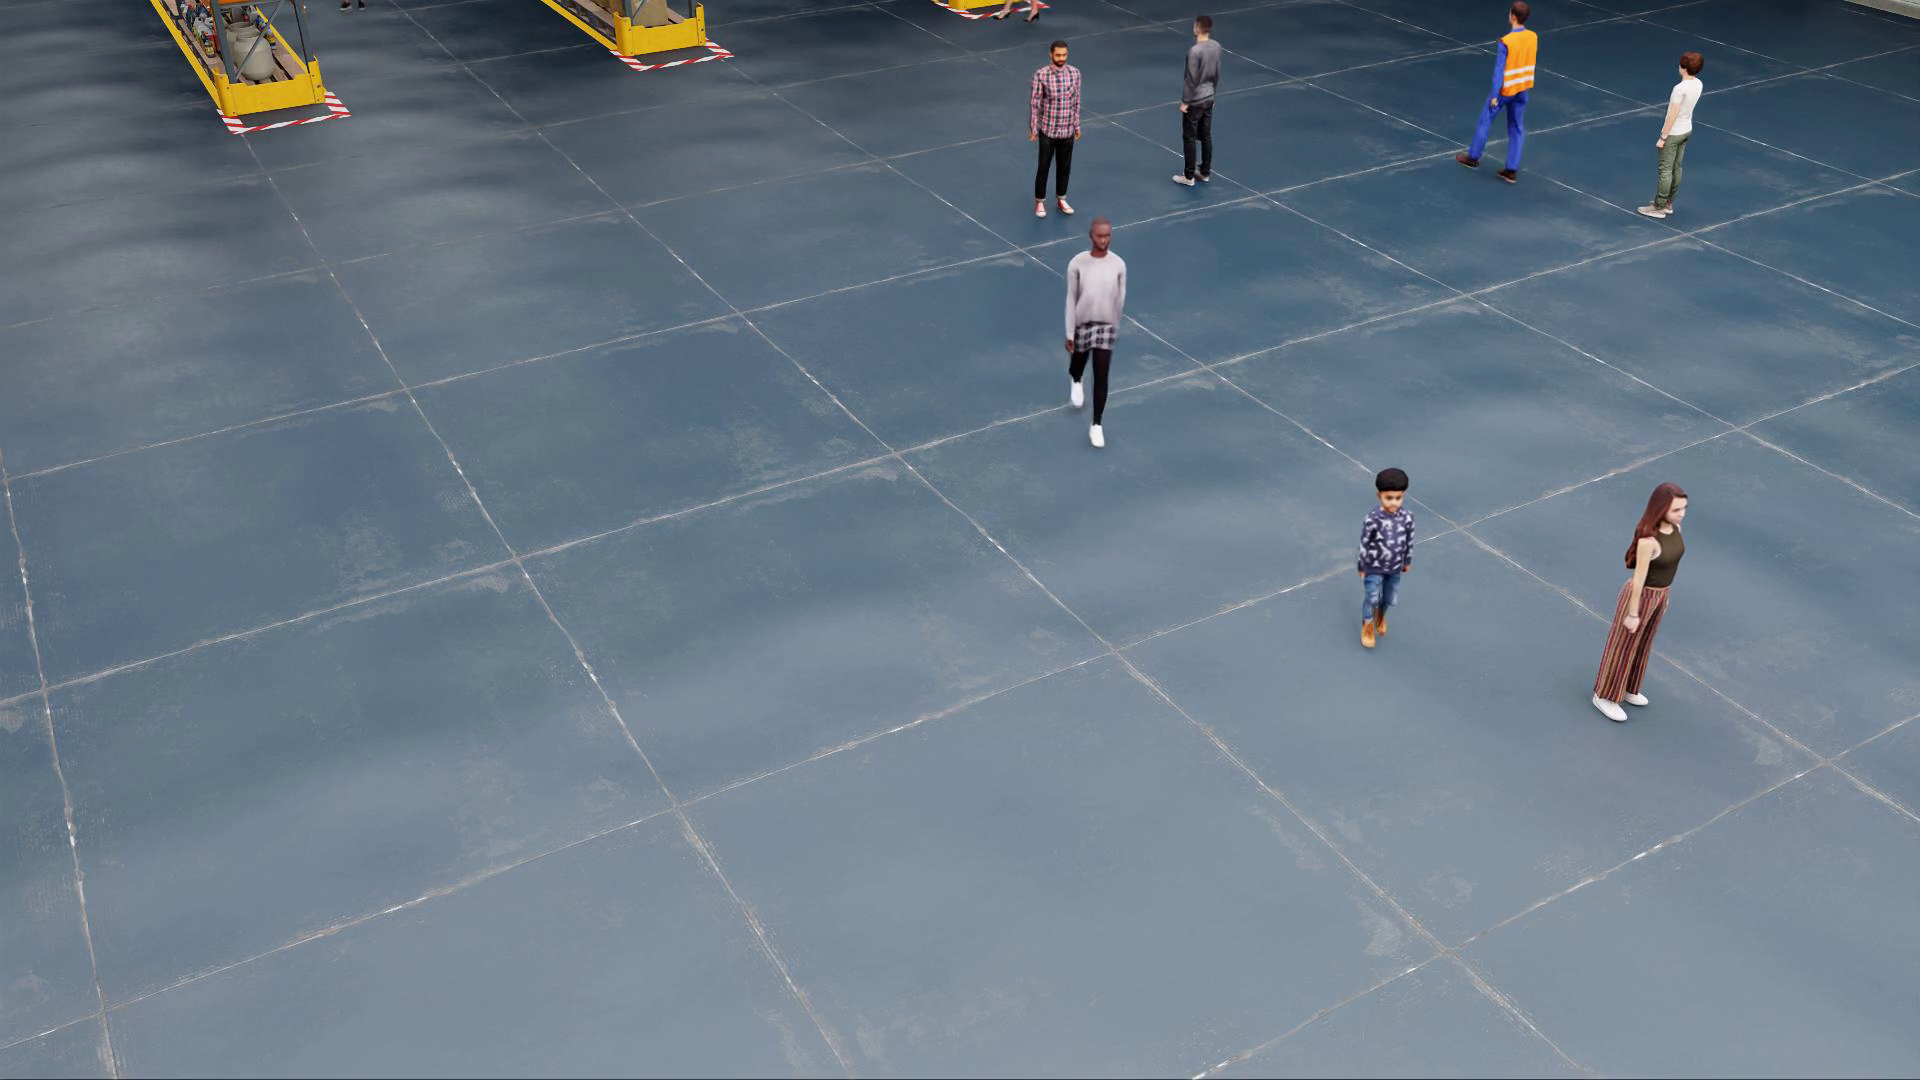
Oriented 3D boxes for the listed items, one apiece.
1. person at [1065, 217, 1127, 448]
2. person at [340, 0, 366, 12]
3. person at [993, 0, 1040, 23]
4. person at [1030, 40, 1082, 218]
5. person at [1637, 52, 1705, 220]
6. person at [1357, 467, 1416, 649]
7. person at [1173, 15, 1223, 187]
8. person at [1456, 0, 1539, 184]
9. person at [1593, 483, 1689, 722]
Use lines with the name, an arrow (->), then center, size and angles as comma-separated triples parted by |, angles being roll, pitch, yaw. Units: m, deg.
person -> 1.003, -1.660, 12.814 | 0.982, 1.743, 1.211 | 0, 32, -1
person -> -8.690, -8.348, 23.471 | 0.718, 1.683, 0.717 | -1, 32, -2
person -> 0.964, -7.920, 22.847 | 0.936, 1.624, 0.915 | 4, 32, 6
person -> 0.970, -4.162, 16.762 | 0.749, 1.762, 0.661 | -9, 33, -14
person -> 7.202, -4.078, 16.729 | 0.598, 1.655, 0.574 | -24, 39, -33
person -> 2.667, 0.090, 10.508 | 0.595, 1.242, 0.639 | -2, 32, -3
person -> 2.523, -4.626, 17.500 | 0.655, 1.760, 0.593 | -23, 39, -32
person -> 5.858, -4.684, 17.523 | 0.770, 1.833, 1.015 | -12, 34, -19
person -> 4.037, 0.338, 9.816 | 0.584, 1.562, 0.554 | -23, 39, -32
